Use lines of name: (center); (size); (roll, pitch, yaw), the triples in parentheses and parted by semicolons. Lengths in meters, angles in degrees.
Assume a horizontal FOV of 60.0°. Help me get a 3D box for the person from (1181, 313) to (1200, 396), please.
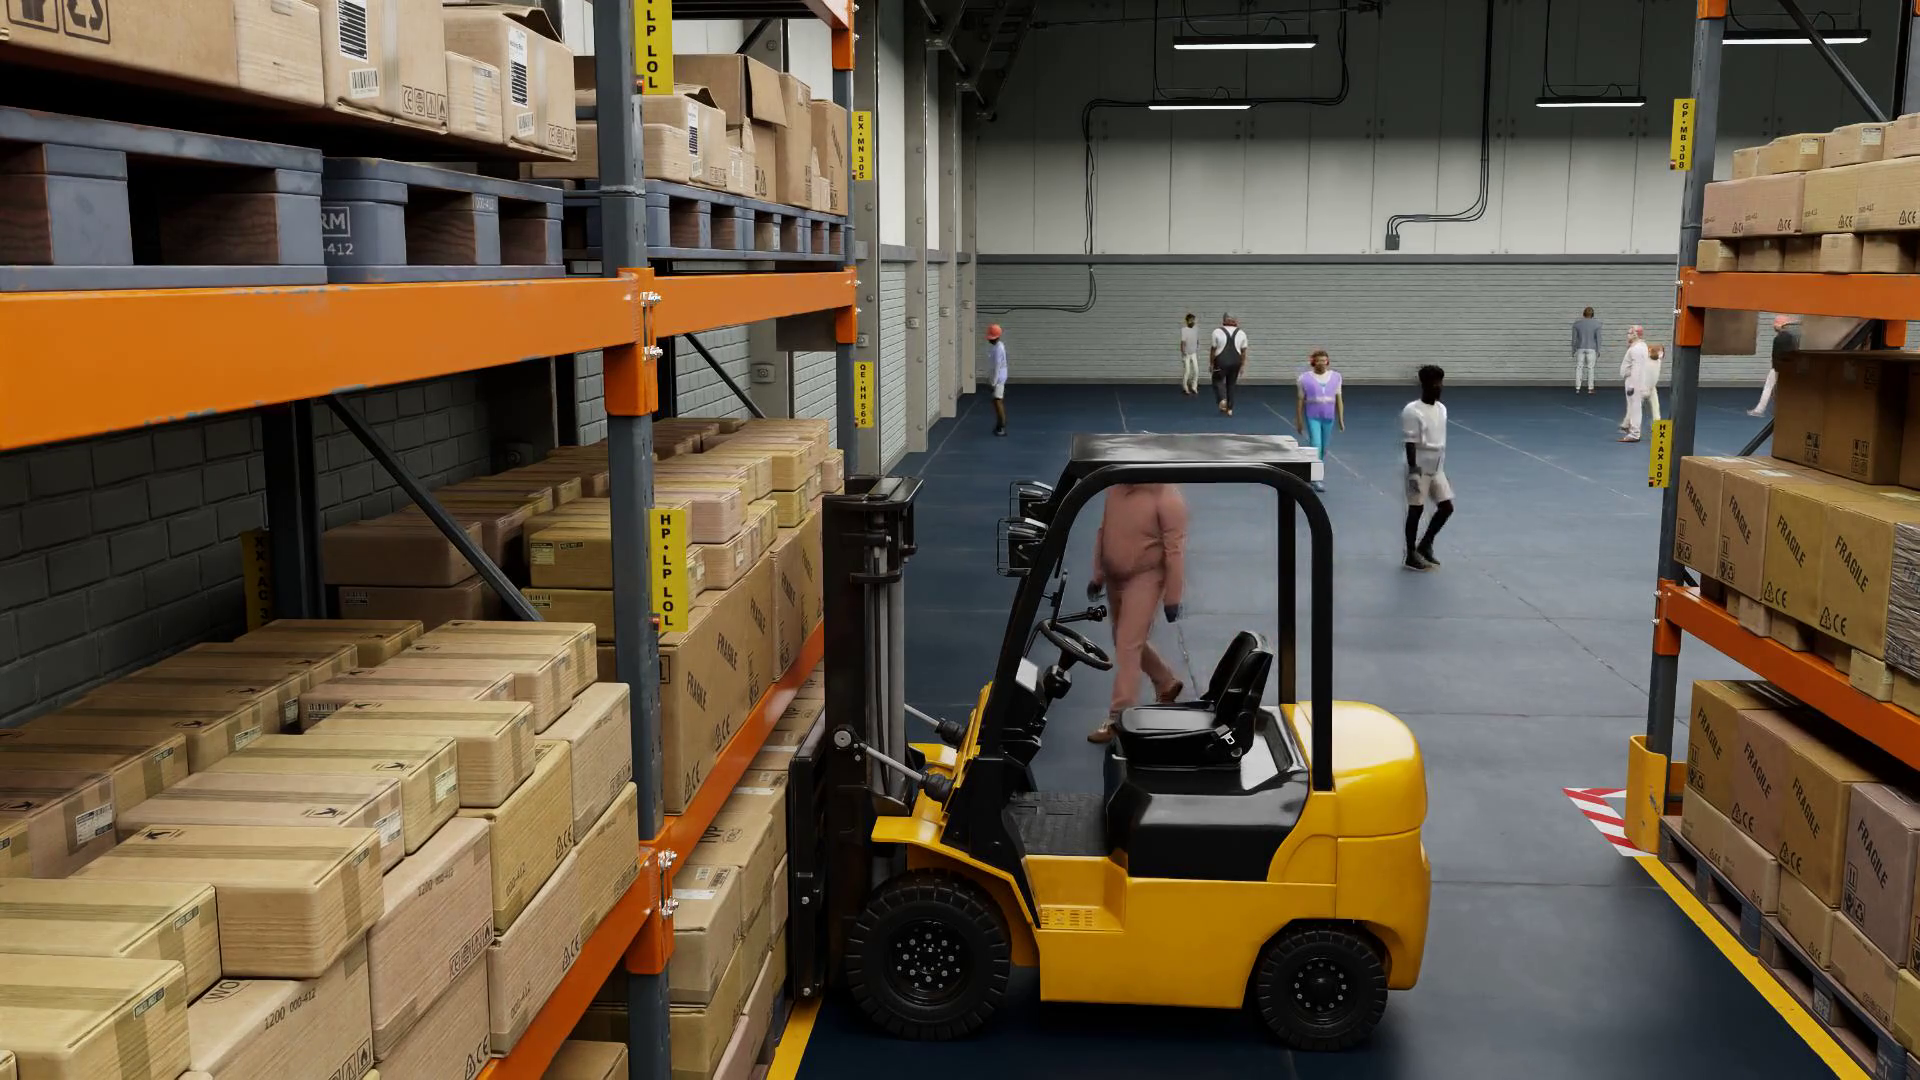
person: (5.064, -4.079, 36.627); (0.546, 1.812, 0.691); (-4, 10, -23)

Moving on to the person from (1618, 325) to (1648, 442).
person: (10.938, -2.540, 27.043); (0.403, 1.906, 0.651); (5, 11, 28)

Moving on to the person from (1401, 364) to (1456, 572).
person: (4.355, -0.661, 15.525); (0.614, 1.949, 0.436); (-6, 11, -32)

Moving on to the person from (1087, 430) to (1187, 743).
person: (1.102, 0.254, 10.193); (0.865, 1.878, 0.649); (-5, 11, -30)

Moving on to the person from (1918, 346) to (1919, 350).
person: (18.226, -3.126, 31.223); (0.542, 1.695, 0.316); (1, 9, 9)

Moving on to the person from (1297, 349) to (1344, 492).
person: (4.599, -1.552, 21.358); (0.568, 1.811, 0.887); (-2, 9, -9)

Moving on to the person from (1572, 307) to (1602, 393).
person: (14.090, -4.269, 37.419); (0.633, 1.938, 0.356); (5, 11, 30)

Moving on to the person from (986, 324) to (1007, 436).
person: (0.603, -2.699, 28.097); (0.373, 1.888, 0.683); (0, 9, -2)

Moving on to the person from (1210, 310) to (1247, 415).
person: (5.130, -3.417, 31.947); (0.703, 2.000, 0.536); (-1, 9, -6)

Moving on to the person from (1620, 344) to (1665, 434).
person: (11.586, -2.536, 28.063); (0.505, 1.558, 0.928); (-6, 11, -34)

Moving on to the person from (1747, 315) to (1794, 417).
person: (15.442, -3.243, 31.225); (0.627, 1.946, 1.039); (-6, 11, -30)
